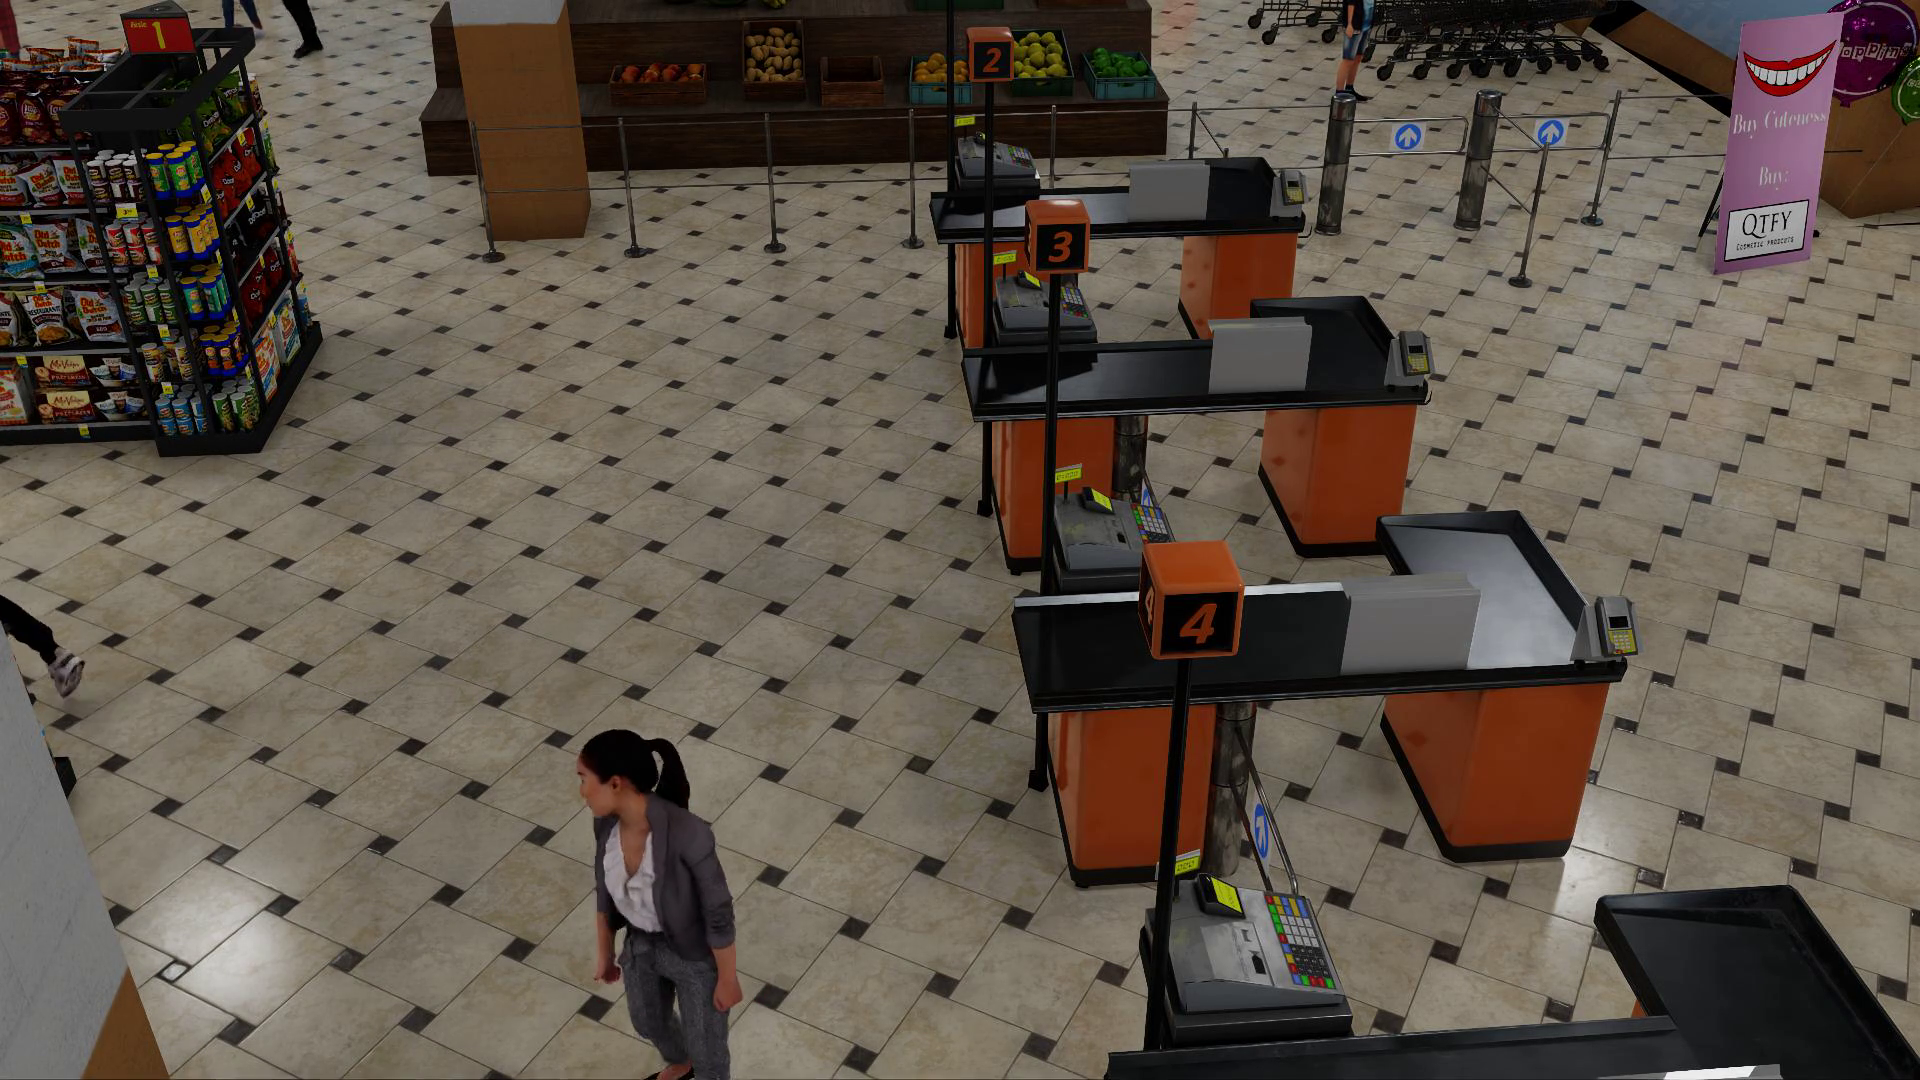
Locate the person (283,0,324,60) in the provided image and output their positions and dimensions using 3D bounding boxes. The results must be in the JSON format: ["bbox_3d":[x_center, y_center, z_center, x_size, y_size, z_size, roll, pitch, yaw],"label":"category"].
[{"bbox_3d":[-6.327,-5.543,15.923,0.778,1.739,0.838,24,39,33],"label":"person"}]

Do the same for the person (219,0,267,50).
[{"bbox_3d":[-7.104,-5.740,16.269,0.961,1.709,0.997,22,38,31],"label":"person"}]

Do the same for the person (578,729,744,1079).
[{"bbox_3d":[-0.825,1.281,5.040,0.745,1.649,0.855,7,32,10],"label":"person"}]

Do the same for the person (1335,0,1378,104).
[{"bbox_3d":[3.504,-4.555,14.613,0.676,1.446,0.615,24,39,34],"label":"person"}]
